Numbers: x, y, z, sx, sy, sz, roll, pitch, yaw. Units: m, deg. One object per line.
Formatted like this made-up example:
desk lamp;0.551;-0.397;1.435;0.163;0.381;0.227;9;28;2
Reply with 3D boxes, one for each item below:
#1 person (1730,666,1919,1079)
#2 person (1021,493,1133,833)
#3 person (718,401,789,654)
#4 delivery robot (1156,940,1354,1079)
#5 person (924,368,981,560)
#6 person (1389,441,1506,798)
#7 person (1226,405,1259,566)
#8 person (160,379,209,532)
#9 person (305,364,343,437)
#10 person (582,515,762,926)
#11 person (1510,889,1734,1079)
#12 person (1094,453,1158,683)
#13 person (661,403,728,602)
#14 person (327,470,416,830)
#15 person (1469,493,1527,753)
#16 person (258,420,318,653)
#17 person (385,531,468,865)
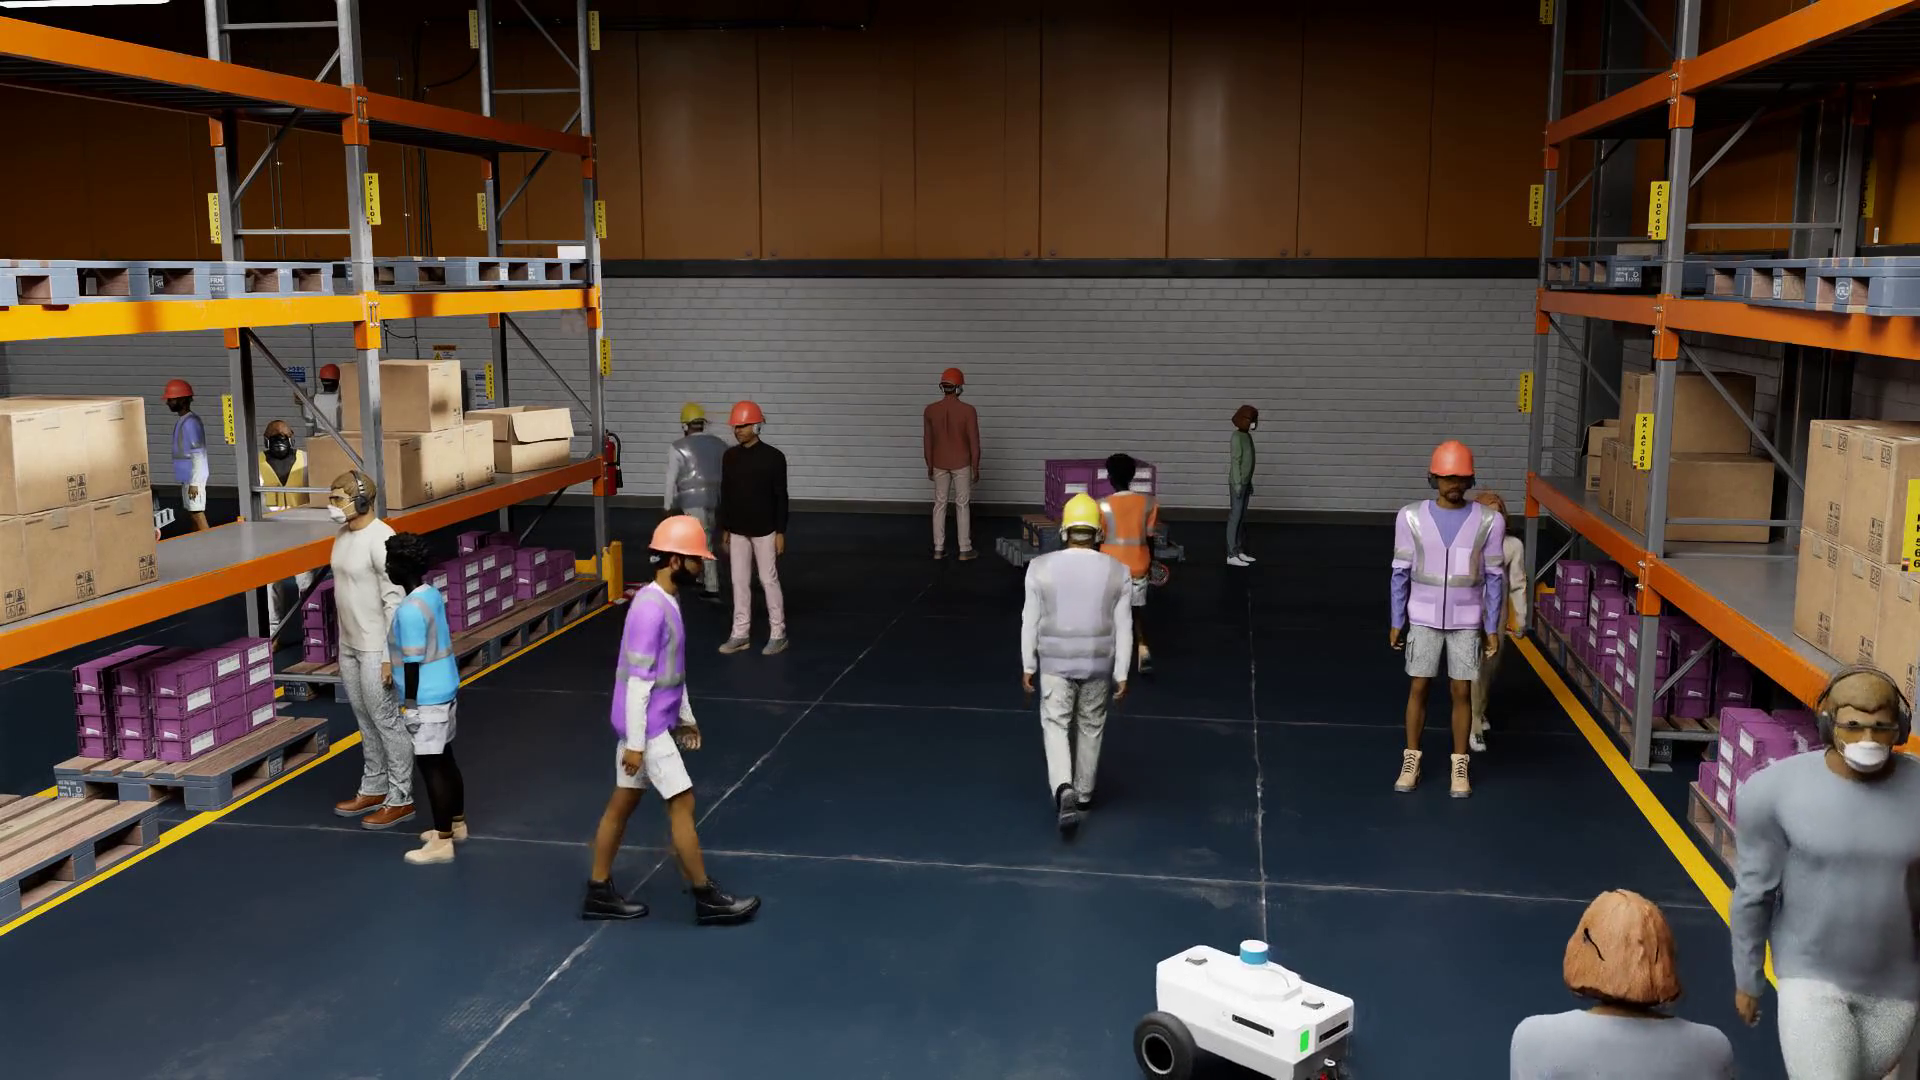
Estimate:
person;2.586;1.280;4.839;0.650;1.889;1.028;2;9;11
person;0.627;0.659;8.885;0.600;1.814;0.733;0;9;1
person;-1.607;-0.083;12.983;0.634;1.998;0.500;5;11;29
delivery robot;1.063;1.700;6.042;0.477;0.478;0.707;-9;13;-43
person;-0.076;-0.783;17.218;0.611;1.995;0.375;3;10;20
person;2.754;0.453;9.450;0.616;2.041;0.380;3;10;19
person;2.882;-0.561;16.960;0.279;1.633;0.499;4;10;24
person;-7.607;-0.616;16.372;0.377;1.932;0.552;-6;11;-32
person;-7.151;-1.041;18.987;0.552;1.935;0.374;0;9;0
person;-1.332;0.830;7.604;0.907;1.882;0.558;-1;9;-8
person;1.508;1.580;3.876;0.520;1.580;0.872;1;9;8
person;1.177;0.212;12.004;0.542;1.683;0.422;-3;10;-16
person;-2.428;-0.355;15.224;0.599;1.777;0.905;-9;13;-43
person;-3.183;0.583;8.970;0.355;1.937;0.641;-9;13;-43
person;3.342;0.489;10.607;0.517;1.599;0.772;0;9;0
person;-5.290;-0.028;13.066;0.629;1.837;0.429;-4;10;-23
person;-2.720;0.793;8.455;0.326;1.689;0.538;-1;9;-4
